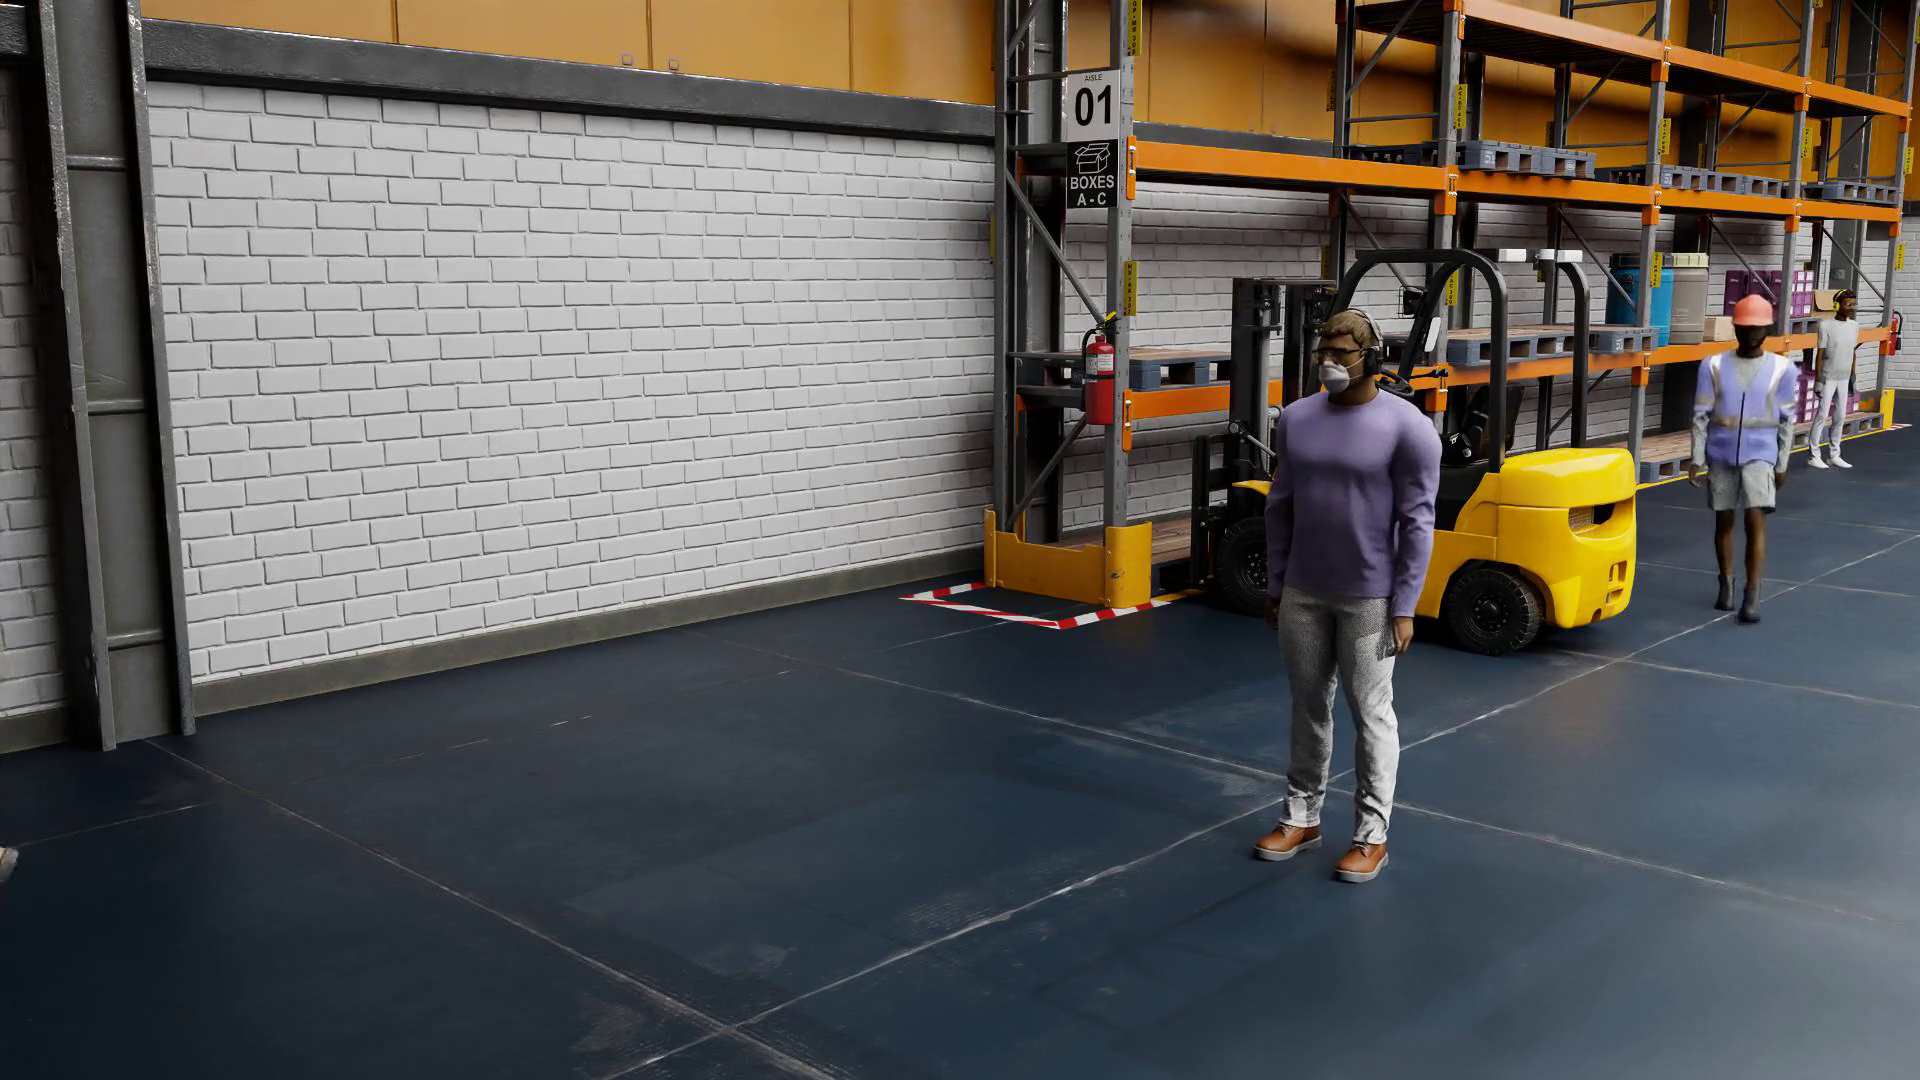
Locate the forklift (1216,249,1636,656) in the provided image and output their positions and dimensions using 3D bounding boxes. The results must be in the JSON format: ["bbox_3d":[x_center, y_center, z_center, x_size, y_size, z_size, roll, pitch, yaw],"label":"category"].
[{"bbox_3d":[2.710,-0.584,9.626,2.313,2.155,1.214,9,13,43],"label":"forklift"}]

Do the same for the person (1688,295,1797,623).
[{"bbox_3d":[4.601,-0.478,9.826,0.545,1.905,0.896,5,11,30],"label":"person"}]

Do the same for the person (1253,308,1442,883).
[{"bbox_3d":[1.306,0.186,5.687,0.631,1.940,0.372,9,13,43],"label":"person"}]

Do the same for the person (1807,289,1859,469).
[{"bbox_3d":[9.106,-1.666,17.285,0.514,1.862,0.325,-3,10,-16],"label":"person"}]

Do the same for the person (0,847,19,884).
[{"bbox_3d":[-3.387,0.350,5.055,0.814,1.820,0.522,-2,10,-13],"label":"person"}]
